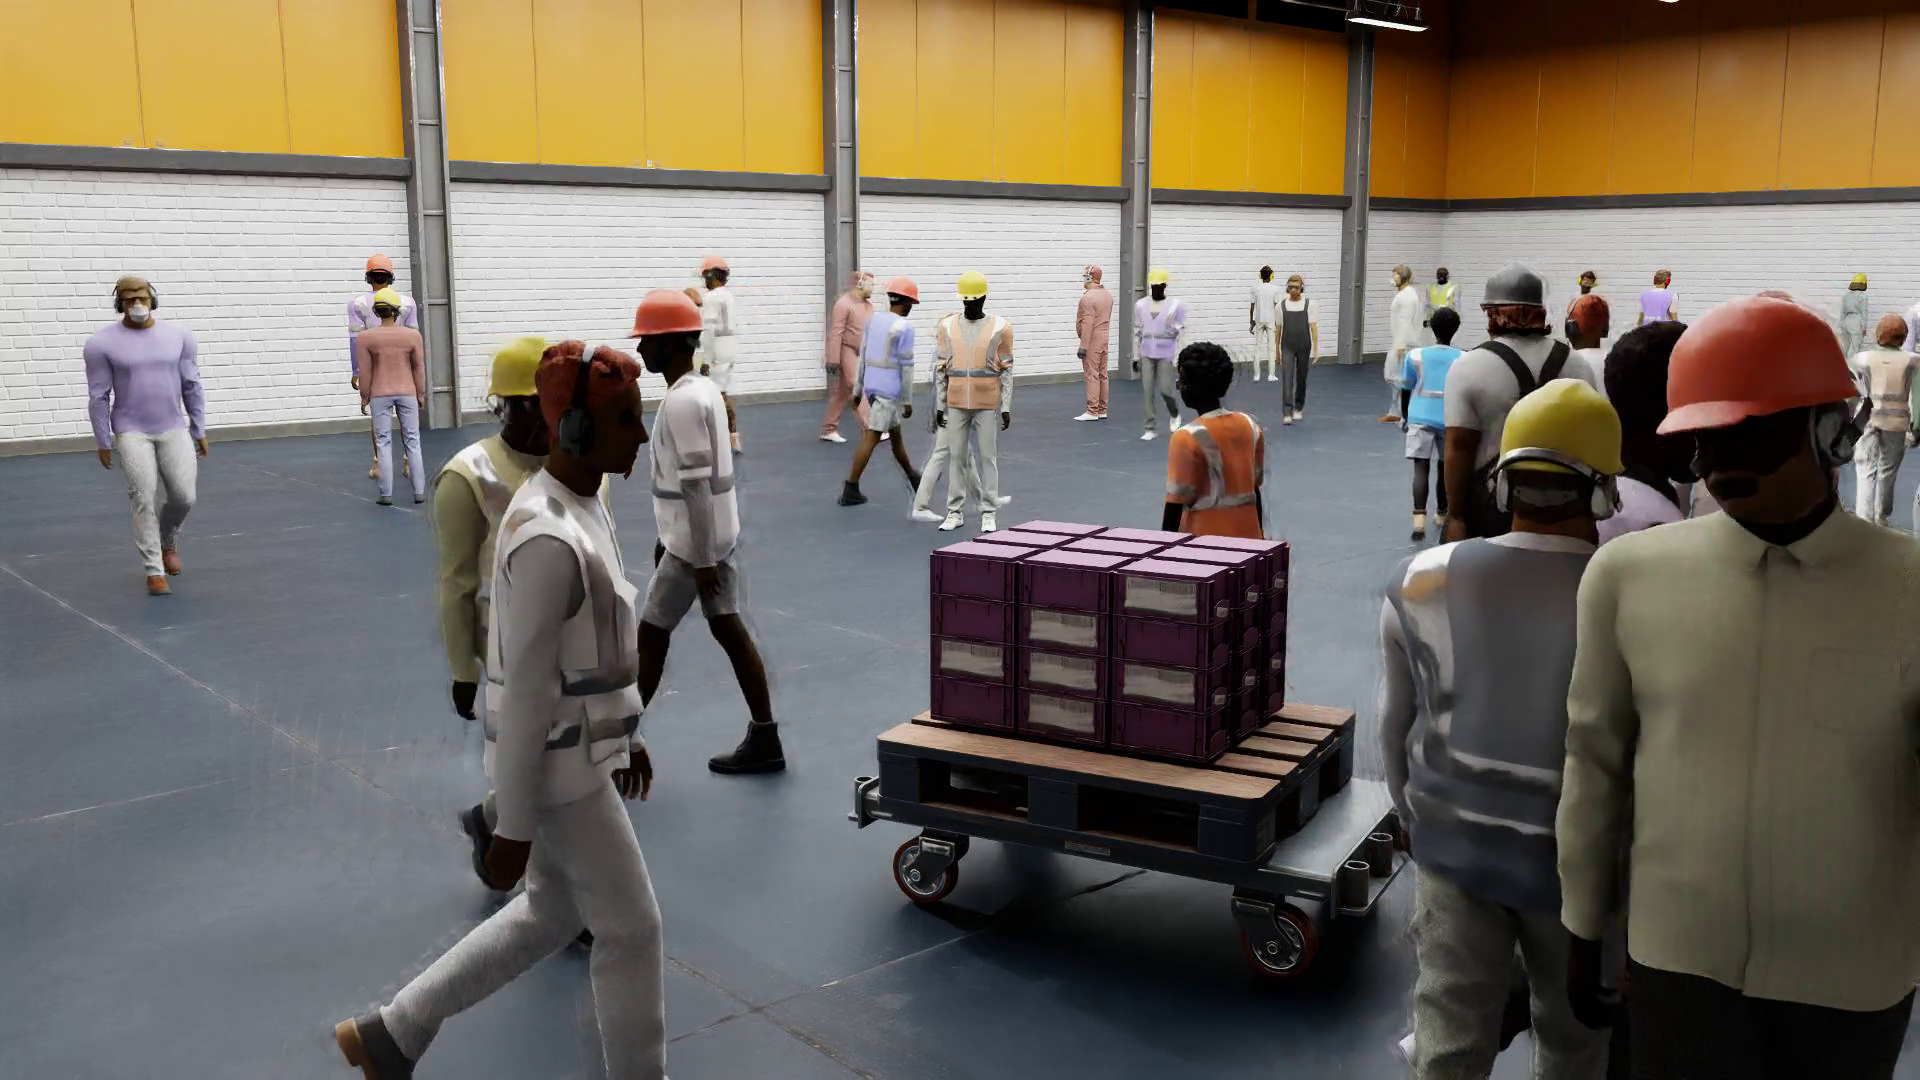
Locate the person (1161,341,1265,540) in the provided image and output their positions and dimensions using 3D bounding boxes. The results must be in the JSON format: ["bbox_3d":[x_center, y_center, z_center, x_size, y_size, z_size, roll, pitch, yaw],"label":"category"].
[{"bbox_3d":[0.970,0.044,6.708,0.570,1.675,0.561,9,13,41],"label":"person"}]

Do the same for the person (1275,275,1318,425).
[{"bbox_3d":[4.082,-2.318,20.218,0.527,1.816,0.934,2,10,11],"label":"person"}]

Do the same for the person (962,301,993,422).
[{"bbox_3d":[0.216,-2.277,20.569,0.533,1.597,0.815,2,10,13],"label":"person"}]

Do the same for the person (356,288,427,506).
[{"bbox_3d":[-4.623,-1.160,13.542,0.526,1.765,0.330,-5,11,-25],"label":"person"}]

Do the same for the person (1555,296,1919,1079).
[{"bbox_3d":[1.236,0.631,2.510,0.683,1.964,0.636,5,11,28],"label":"person"}]

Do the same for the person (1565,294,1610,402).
[{"bbox_3d":[3.206,-0.338,8.541,0.596,1.835,1.005,-2,10,-11],"label":"person"}]

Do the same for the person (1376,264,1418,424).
[{"bbox_3d":[5.301,-2.333,19.924,0.481,1.929,0.647,2,10,10],"label":"person"}]

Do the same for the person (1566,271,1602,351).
[{"bbox_3d":[8.456,-2.769,22.806,0.931,1.816,0.561,-7,12,-37],"label":"person"}]

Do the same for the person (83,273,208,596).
[{"bbox_3d":[-4.896,-0.639,10.029,0.645,1.921,0.514,-7,12,-36],"label":"person"}]

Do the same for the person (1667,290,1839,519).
[{"bbox_3d":[3.350,-0.113,7.055,0.664,1.886,0.663,3,10,17],"label":"person"}]

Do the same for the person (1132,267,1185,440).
[{"bbox_3d":[2.217,-2.061,18.405,0.598,1.912,0.587,5,11,28],"label":"person"}]

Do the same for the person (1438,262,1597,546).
[{"bbox_3d":[2.297,-0.195,7.080,0.688,2.000,1.001,-1,10,-8],"label":"person"}]

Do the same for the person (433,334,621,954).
[{"bbox_3d":[-1.287,0.284,4.969,0.817,1.805,0.601,7,12,35],"label":"person"}]

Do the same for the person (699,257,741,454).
[{"bbox_3d":[-2.434,-1.827,16.780,0.431,2.002,0.652,1,10,8],"label":"person"}]

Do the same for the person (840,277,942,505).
[{"bbox_3d":[-0.590,-1.224,13.678,1.055,1.850,0.568,-7,12,-37],"label":"person"}]

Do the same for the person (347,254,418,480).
[{"bbox_3d":[-5.236,-1.571,15.132,0.613,2.041,0.393,-6,11,-30],"label":"person"}]

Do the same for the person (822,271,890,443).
[{"bbox_3d":[-1.111,-1.961,17.967,0.927,1.854,0.671,4,10,20],"label":"person"}]

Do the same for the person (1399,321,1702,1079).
[{"bbox_3d":[1.307,0.501,3.438,0.570,1.902,0.609,1,10,8],"label":"person"}]

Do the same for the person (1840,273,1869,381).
[{"bbox_3d":[14.523,-3.448,26.997,0.323,1.742,0.492,-3,10,-18],"label":"person"}]

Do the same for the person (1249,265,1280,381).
[{"bbox_3d":[4.954,-3.508,27.000,0.512,1.865,0.329,3,10,19],"label":"person"}]

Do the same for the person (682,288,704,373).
[{"bbox_3d":[-3.244,-2.248,20.288,0.264,1.632,0.507,1,10,5],"label":"person"}]

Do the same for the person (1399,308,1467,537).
[{"bbox_3d":[3.465,-0.856,12.100,0.545,1.653,0.889,3,10,15],"label":"person"}]

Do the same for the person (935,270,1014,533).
[{"bbox_3d":[0.096,-1.009,12.204,0.585,1.918,0.378,3,10,15],"label":"person"}]

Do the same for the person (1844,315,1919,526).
[{"bbox_3d":[6.726,-0.839,12.149,0.533,1.588,0.853,5,11,28],"label":"person"}]

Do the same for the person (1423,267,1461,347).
[{"bbox_3d":[8.613,-3.966,29.778,0.638,1.828,0.444,7,12,37],"label":"person"}]

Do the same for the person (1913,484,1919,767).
[{"bbox_3d":[2.532,0.407,3.897,0.649,1.932,0.462,1,10,3],"label":"person"}]

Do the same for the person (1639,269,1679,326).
[{"bbox_3d":[9.565,-2.783,22.813,0.390,1.843,0.563,-7,12,-37],"label":"person"}]

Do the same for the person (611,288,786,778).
[{"bbox_3d":[-1.127,-0.009,6.418,0.960,1.889,0.568,0,10,2],"label":"person"}]

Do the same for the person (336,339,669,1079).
[{"bbox_3d":[-0.936,0.491,3.620,0.821,1.859,0.575,-2,10,-11],"label":"person"}]

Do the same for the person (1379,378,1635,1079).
[{"bbox_3d":[1.108,0.583,3.232,0.598,1.793,0.813,5,11,28],"label":"person"}]

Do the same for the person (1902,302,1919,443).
[{"bbox_3d":[10.363,-1.900,17.709,0.628,1.817,0.838,2,10,9],"label":"person"}]

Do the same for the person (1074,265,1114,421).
[{"bbox_3d":[1.624,-2.420,20.494,0.406,1.911,0.636,6,11,30],"label":"person"}]

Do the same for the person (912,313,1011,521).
[{"bbox_3d":[0.000,-0.938,12.766,0.879,1.582,0.512,-3,10,-19],"label":"person"}]
